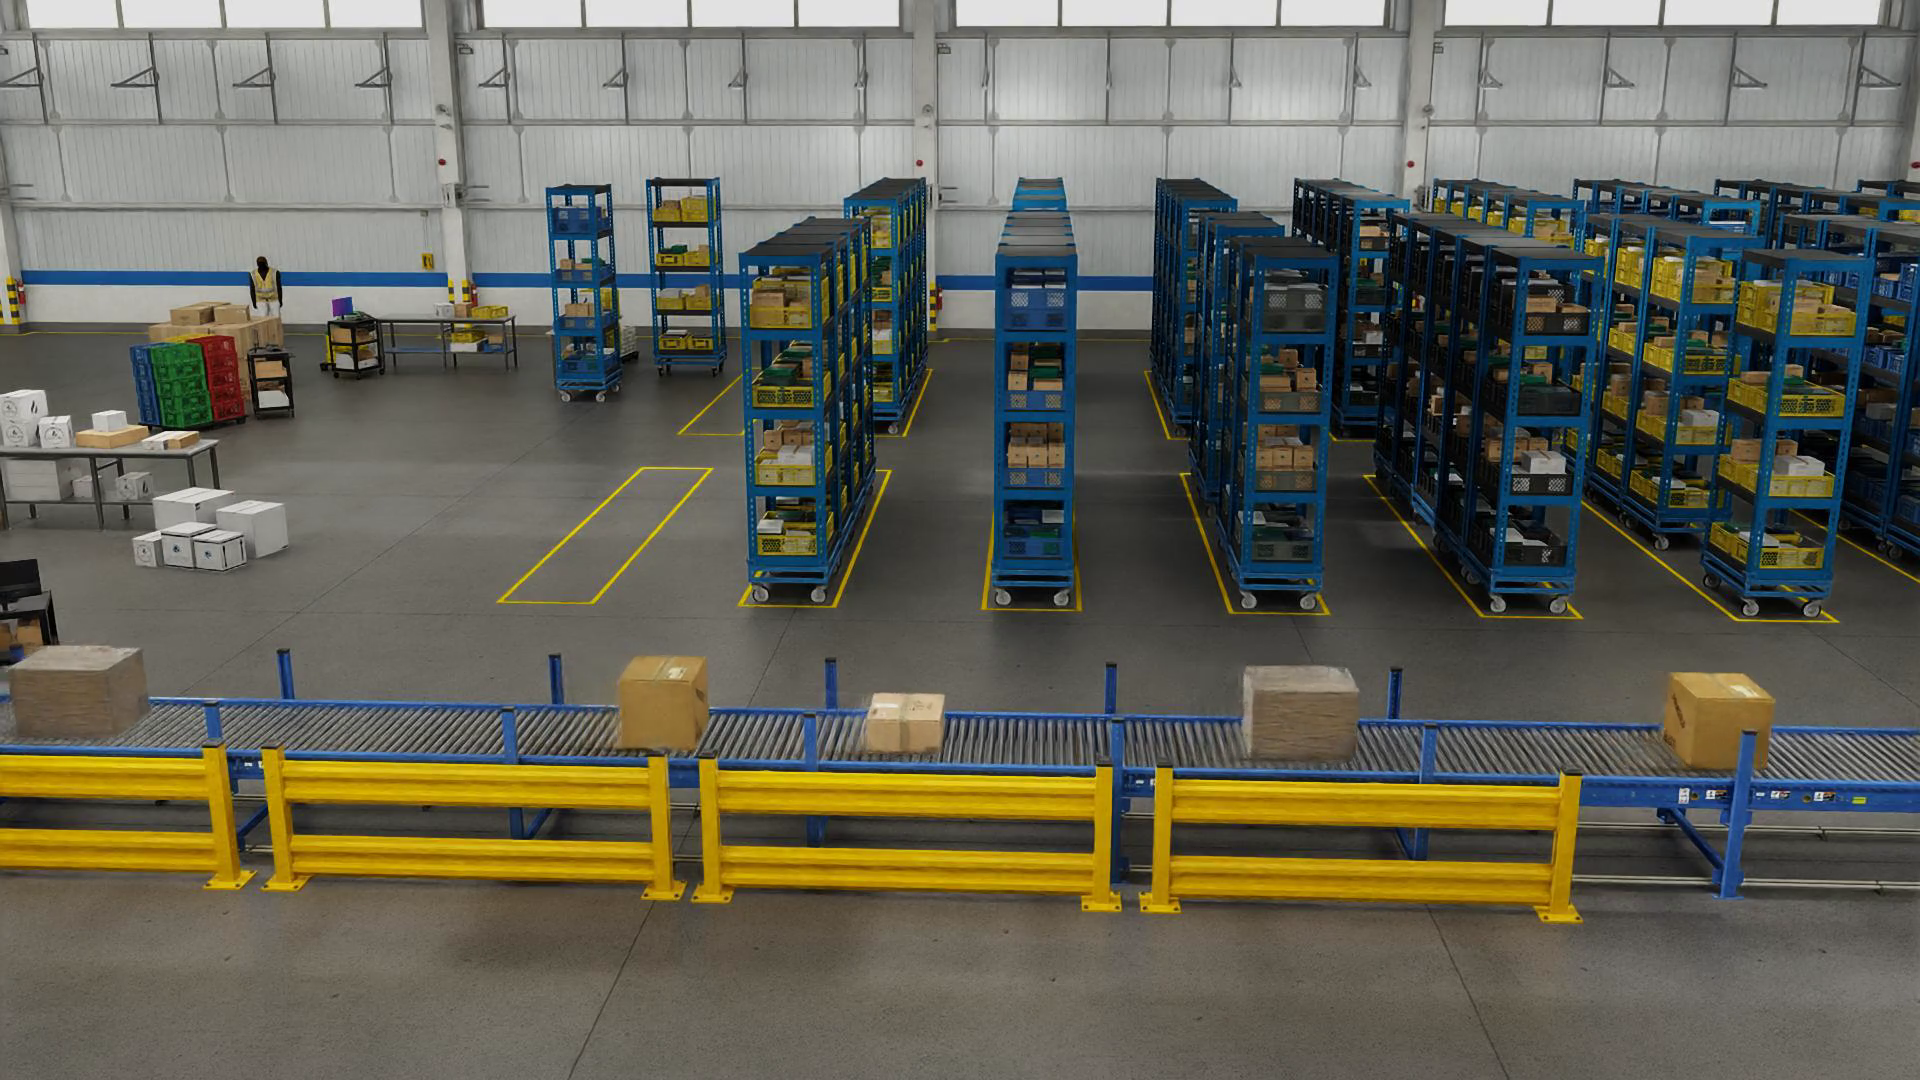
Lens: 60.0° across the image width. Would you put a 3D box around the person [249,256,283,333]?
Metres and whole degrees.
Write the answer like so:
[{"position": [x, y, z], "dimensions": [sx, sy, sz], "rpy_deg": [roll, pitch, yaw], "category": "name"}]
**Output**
[{"position": [-14.411, -4.985, 34.585], "dimensions": [0.629, 1.831, 0.429], "rpy_deg": [-4, 16, -15], "category": "person"}]
